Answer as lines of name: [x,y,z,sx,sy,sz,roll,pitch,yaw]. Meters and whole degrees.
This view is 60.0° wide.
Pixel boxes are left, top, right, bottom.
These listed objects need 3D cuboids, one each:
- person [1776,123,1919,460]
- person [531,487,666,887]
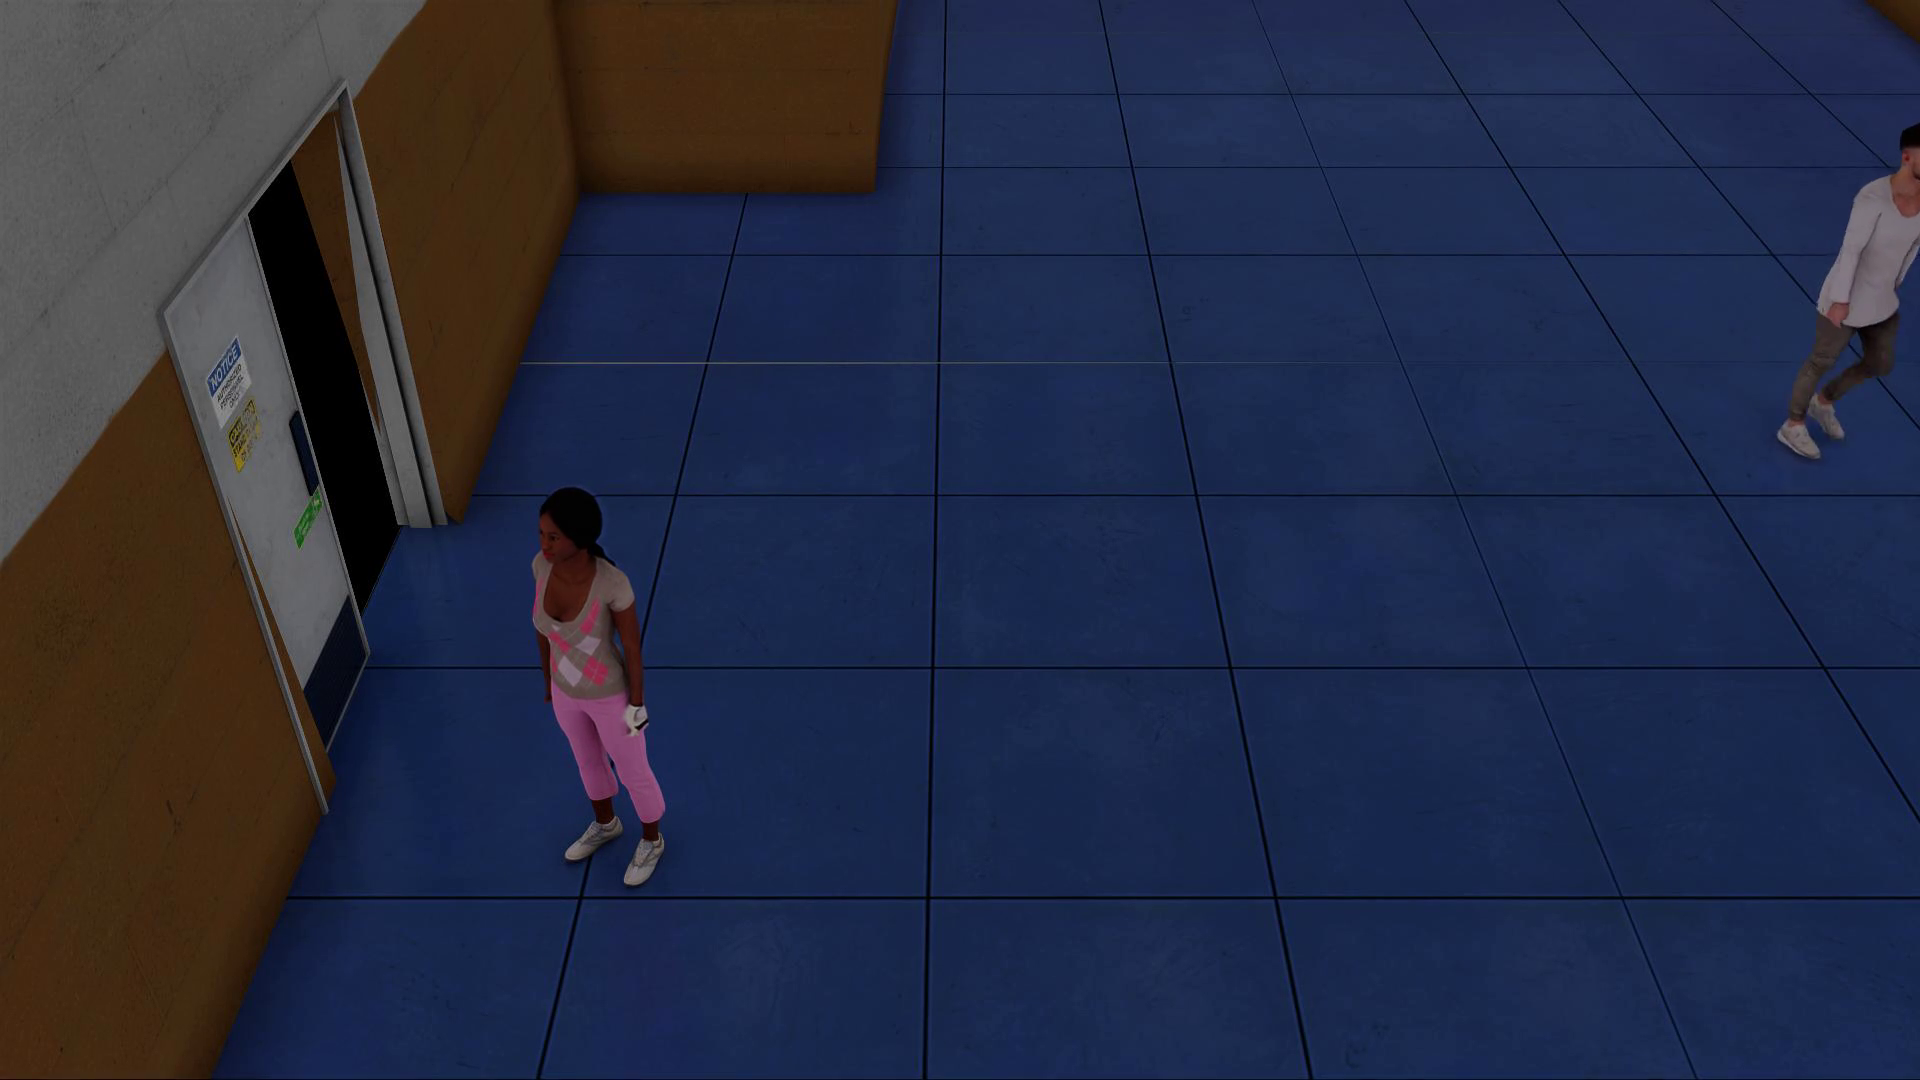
person: [4.484,-1.279,8.392,0.682,1.829,0.822,-11,38,-14]
person: [-1.317,0.545,6.034,0.599,1.741,0.721,17,40,22]
